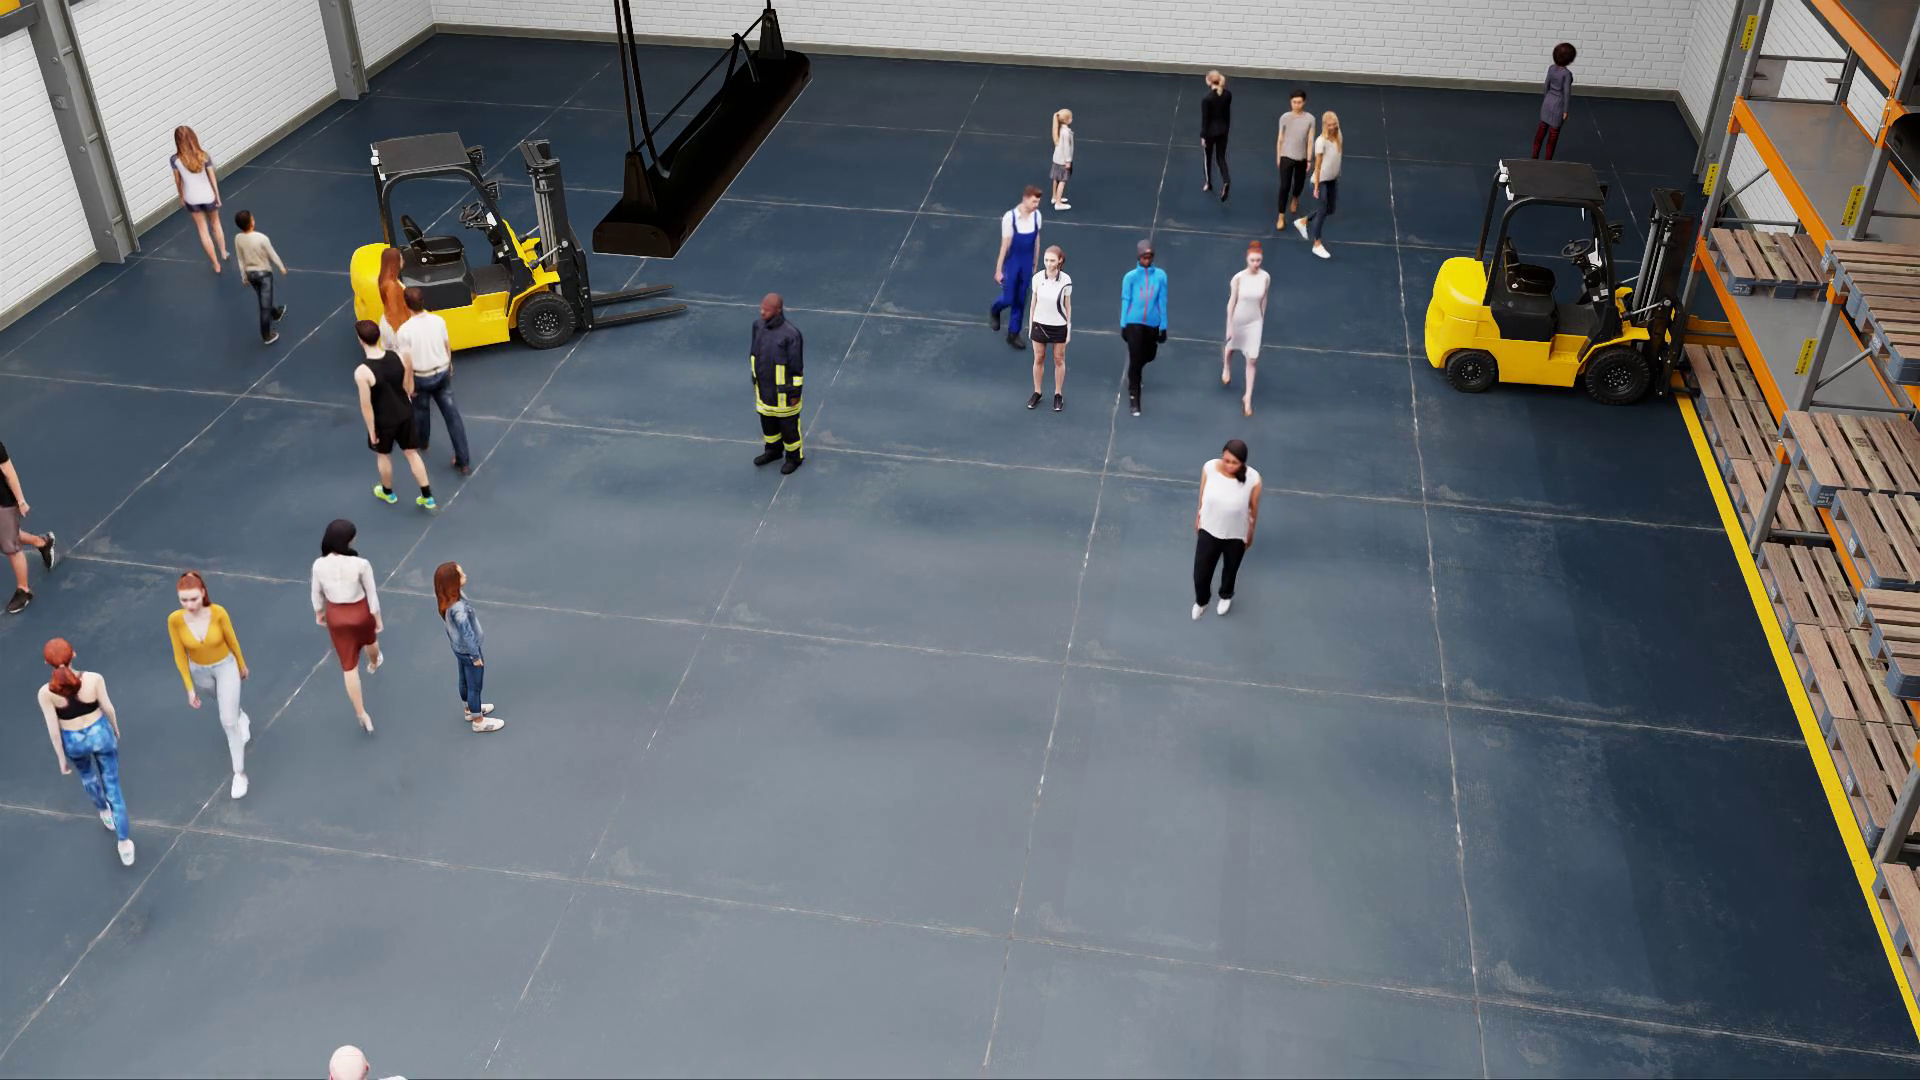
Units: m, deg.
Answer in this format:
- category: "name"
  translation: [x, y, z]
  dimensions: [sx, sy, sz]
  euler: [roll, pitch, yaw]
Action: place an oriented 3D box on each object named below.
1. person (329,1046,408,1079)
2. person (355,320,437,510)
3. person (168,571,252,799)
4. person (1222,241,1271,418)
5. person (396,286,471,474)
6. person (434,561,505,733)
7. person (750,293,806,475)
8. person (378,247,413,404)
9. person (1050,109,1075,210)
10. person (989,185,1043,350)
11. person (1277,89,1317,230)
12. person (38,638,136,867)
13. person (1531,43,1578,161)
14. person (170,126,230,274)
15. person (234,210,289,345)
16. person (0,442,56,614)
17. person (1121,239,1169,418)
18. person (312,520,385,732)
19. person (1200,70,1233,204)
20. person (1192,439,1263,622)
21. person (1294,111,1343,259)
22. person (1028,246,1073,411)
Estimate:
- category: "person"
  translation: [-2.910, 3.266, 8.423]
  dimensions: [0.855, 1.818, 0.916]
  euler: [-18, 37, -24]
- category: "person"
  translation: [-5.048, -1.088, 14.928]
  dimensions: [1.047, 1.867, 1.051]
  euler: [26, 42, 33]
- category: "person"
  translation: [-5.390, 0.933, 12.046]
  dimensions: [0.922, 1.692, 1.264]
  euler: [-10, 35, -14]
- category: "person"
  translation: [2.823, -2.179, 16.683]
  dimensions: [0.777, 1.743, 1.175]
  euler: [-3, 34, -4]
- category: "person"
  translation: [-4.879, -1.453, 15.524]
  dimensions: [1.194, 1.816, 1.198]
  euler: [-26, 41, -33]
- category: "person"
  translation: [-3.708, 0.788, 12.460]
  dimensions: [0.703, 1.476, 0.632]
  euler: [-19, 38, -26]
- category: "person"
  translation: [-1.711, -1.505, 15.597]
  dimensions: [0.850, 1.822, 0.834]
  euler: [21, 39, 28]
- category: "person"
  translation: [-5.702, -2.088, 16.585]
  dimensions: [0.806, 1.699, 0.745]
  euler: [-19, 38, -26]
- category: "person"
  translation: [1.300, -4.855, 21.133]
  dimensions: [0.627, 1.273, 0.537]
  euler: [-5, 34, -7]
- category: "person"
  translation: [0.584, -2.975, 17.808]
  dimensions: [0.967, 1.823, 1.043]
  euler: [-13, 36, -19]
- category: "person"
  translation: [4.161, -4.768, 20.623]
  dimensions: [0.592, 1.693, 1.049]
  euler: [5, 34, 8]
- category: "person"
  translation: [-5.823, 1.464, 11.183]
  dimensions: [0.880, 1.764, 0.986]
  euler: [-17, 37, -24]
- category: "person"
  translation: [7.874, -5.727, 22.050]
  dimensions: [0.734, 1.710, 0.642]
  euler: [-15, 36, -21]
- category: "person"
  translation: [-8.829, -3.929, 19.346]
  dimensions: [0.834, 1.709, 0.915]
  euler: [-16, 37, -23]
- category: "person"
  translation: [-7.564, -2.799, 17.898]
  dimensions: [0.576, 1.430, 0.961]
  euler: [4, 34, 6]
- category: "person"
  translation: [-7.976, -0.358, 13.853]
  dimensions: [0.670, 1.842, 1.055]
  euler: [6, 34, 9]
- category: "person"
  translation: [1.831, -2.197, 16.684]
  dimensions: [0.825, 1.771, 1.120]
  euler: [-4, 34, -6]
- category: "person"
  translation: [-4.539, 0.687, 12.414]
  dimensions: [0.900, 1.694, 1.185]
  euler: [-6, 34, -10]
- category: "person"
  translation: [3.293, -5.092, 21.130]
  dimensions: [0.949, 1.670, 1.119]
  euler: [-11, 35, -16]
- category: "person"
  translation: [2.199, -0.137, 13.674]
  dimensions: [0.743, 1.673, 0.765]
  euler: [13, 36, 19]
- category: "person"
  translation: [4.245, -4.249, 19.759]
  dimensions: [0.916, 1.785, 0.949]
  euler: [-28, 43, -35]
- category: "person"
  translation: [0.906, -2.118, 16.585]
  dimensions: [0.571, 1.750, 0.522]
  euler: [7, 34, 10]
